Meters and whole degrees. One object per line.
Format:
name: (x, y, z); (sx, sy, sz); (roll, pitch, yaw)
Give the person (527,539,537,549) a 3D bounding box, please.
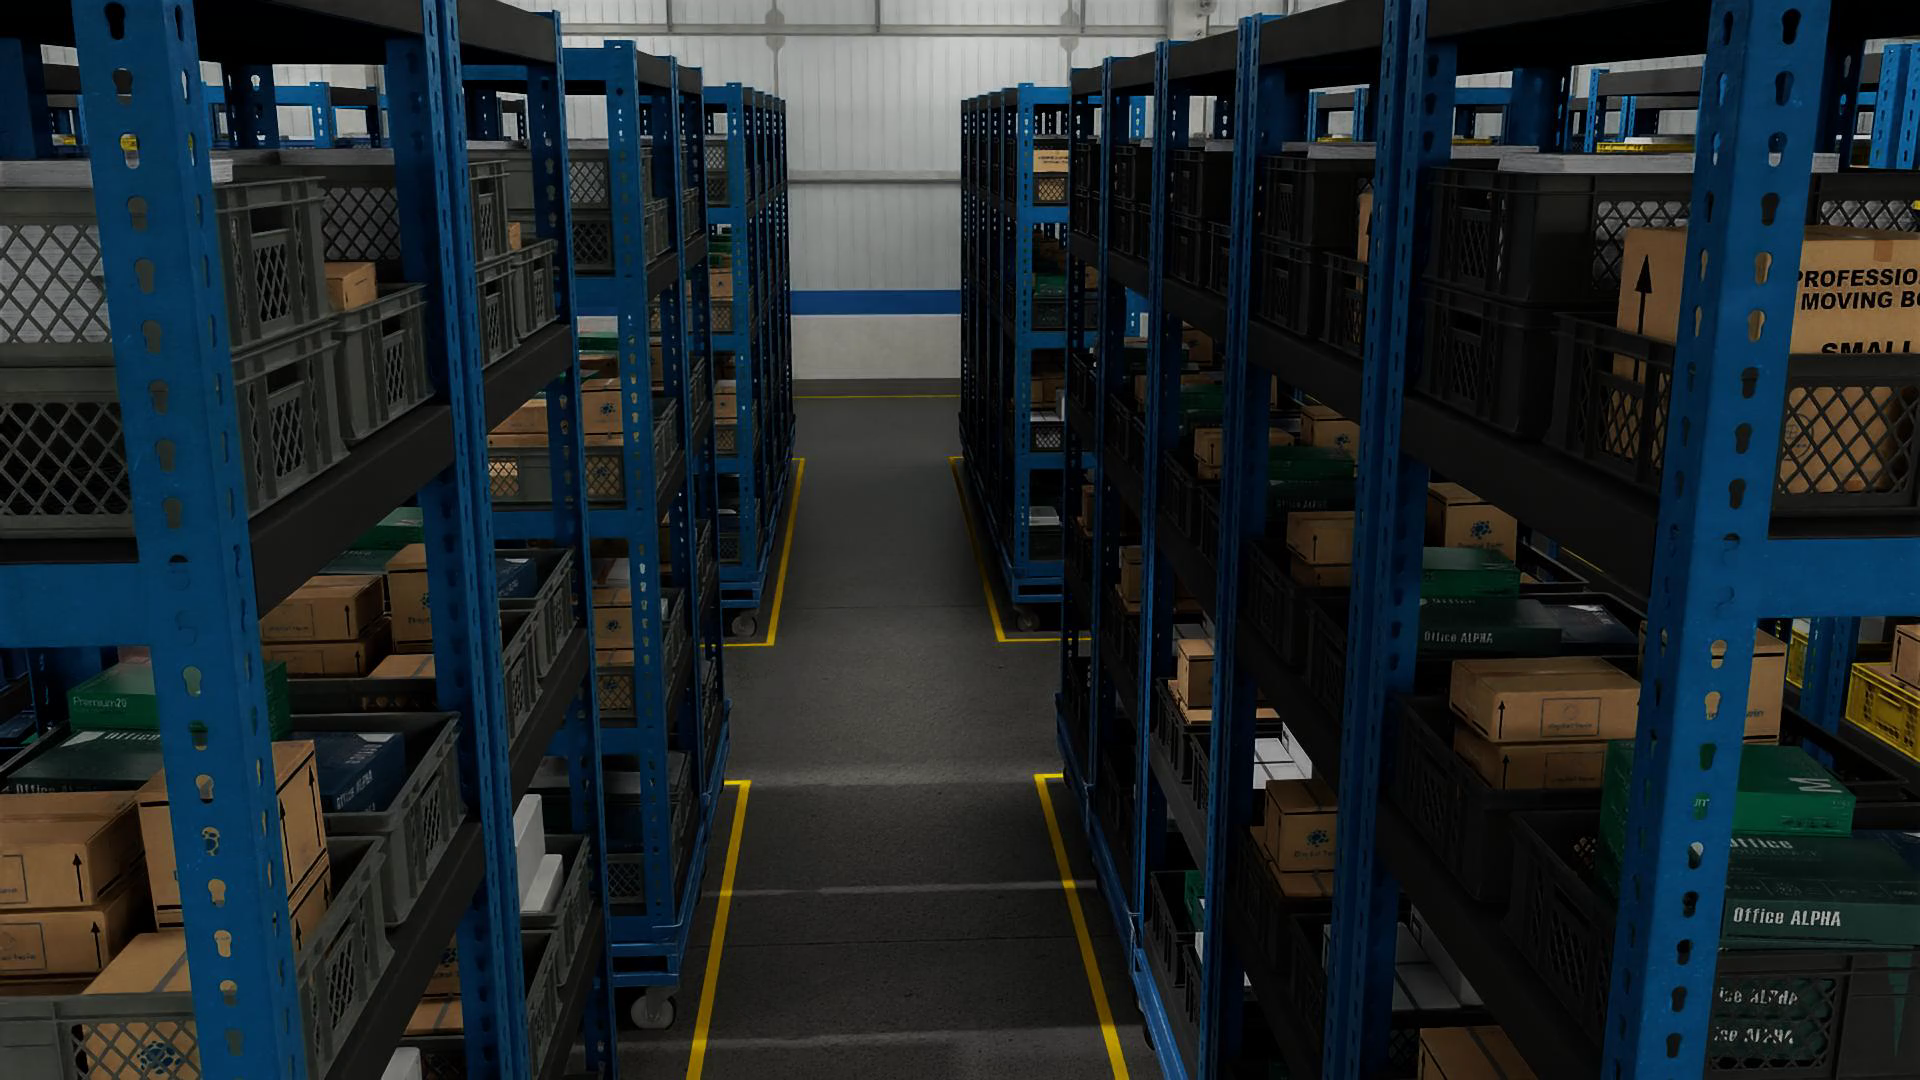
person: (-2.647, -0.201, 10.480); (0.415, 1.985, 0.611); (-1, 14, -3)
